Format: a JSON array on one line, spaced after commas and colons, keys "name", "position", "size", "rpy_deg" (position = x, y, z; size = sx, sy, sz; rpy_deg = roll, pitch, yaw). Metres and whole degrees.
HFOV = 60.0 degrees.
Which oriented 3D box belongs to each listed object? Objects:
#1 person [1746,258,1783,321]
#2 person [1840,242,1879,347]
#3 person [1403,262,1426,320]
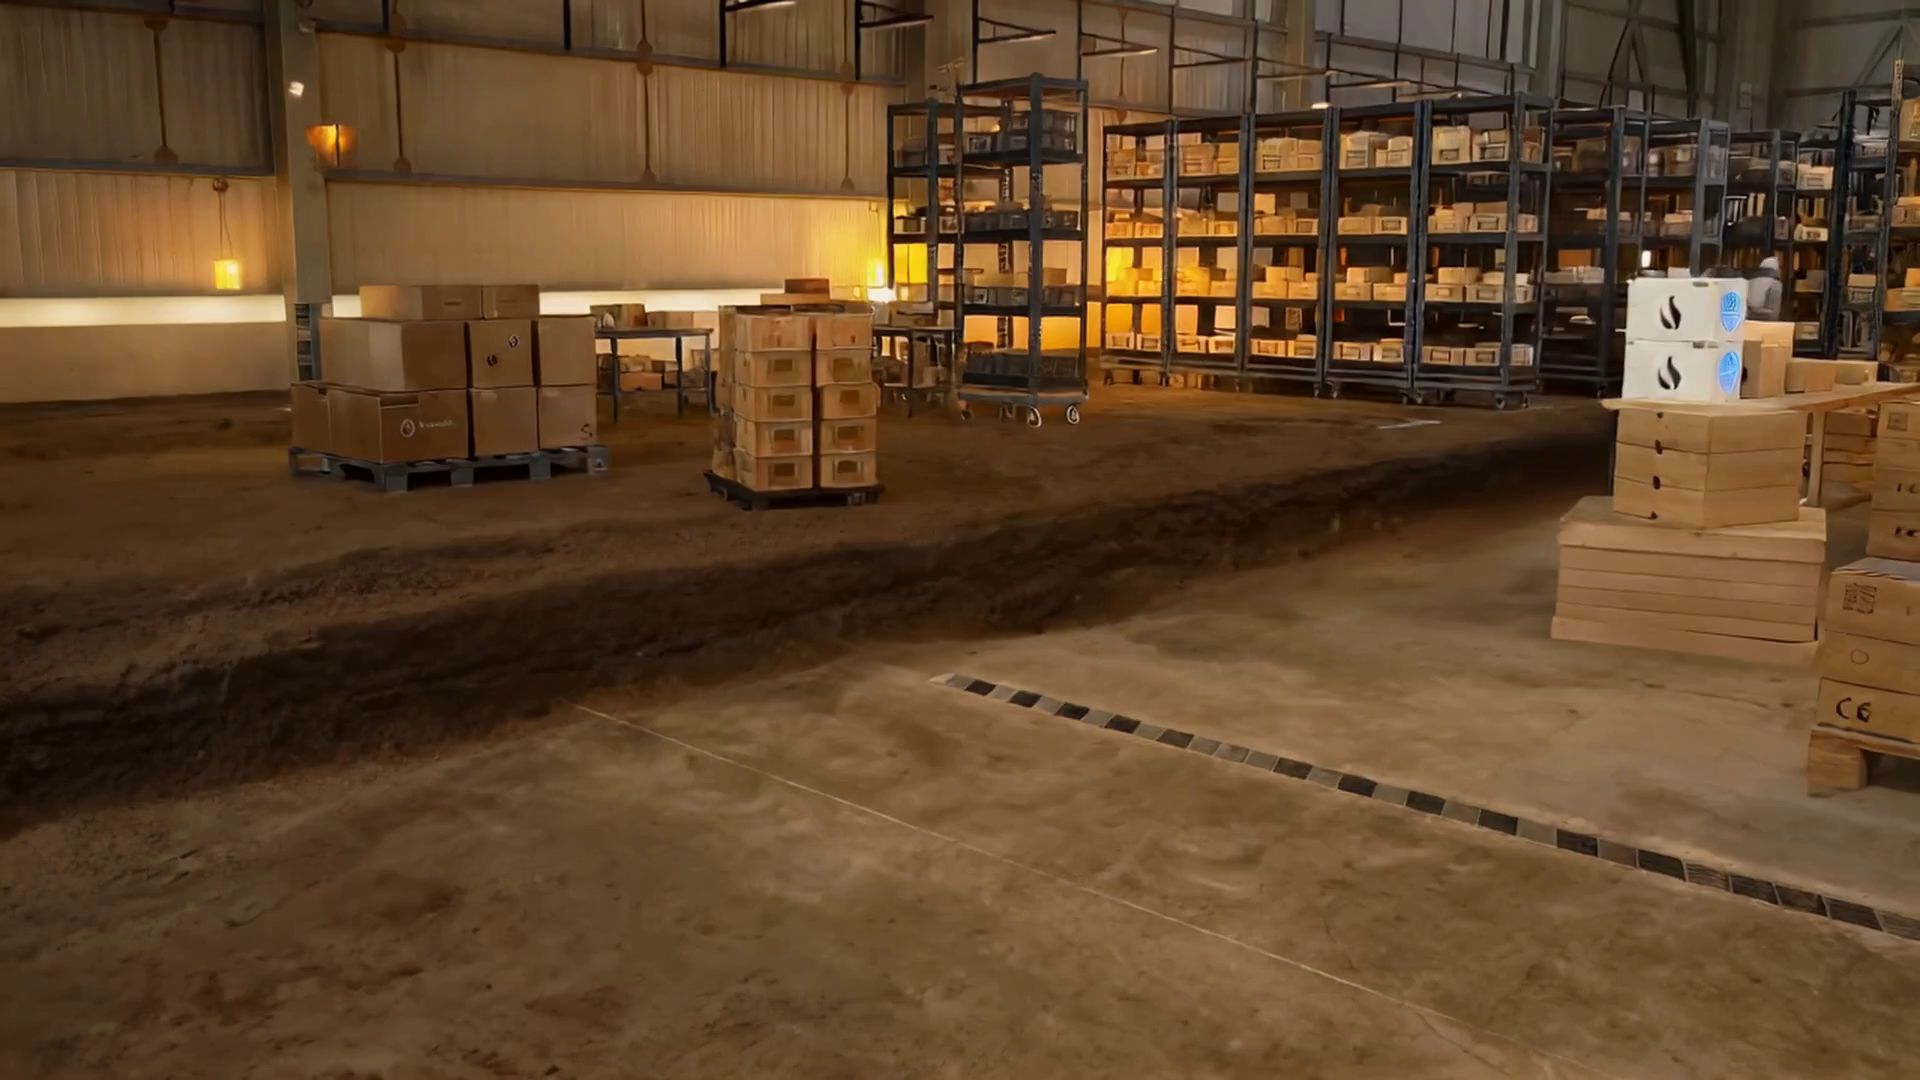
[{"name": "person", "position": [10.956, -2.958, 22.727], "size": [0.960, 1.775, 0.614], "rpy_deg": [-6, 11, -32]}, {"name": "person", "position": [11.182, -2.721, 20.635], "size": [0.390, 1.991, 0.625], "rpy_deg": [-1, 10, -7]}, {"name": "person", "position": [8.830, -4.616, 32.514], "size": [0.587, 1.835, 0.408], "rpy_deg": [2, 10, 10]}]
